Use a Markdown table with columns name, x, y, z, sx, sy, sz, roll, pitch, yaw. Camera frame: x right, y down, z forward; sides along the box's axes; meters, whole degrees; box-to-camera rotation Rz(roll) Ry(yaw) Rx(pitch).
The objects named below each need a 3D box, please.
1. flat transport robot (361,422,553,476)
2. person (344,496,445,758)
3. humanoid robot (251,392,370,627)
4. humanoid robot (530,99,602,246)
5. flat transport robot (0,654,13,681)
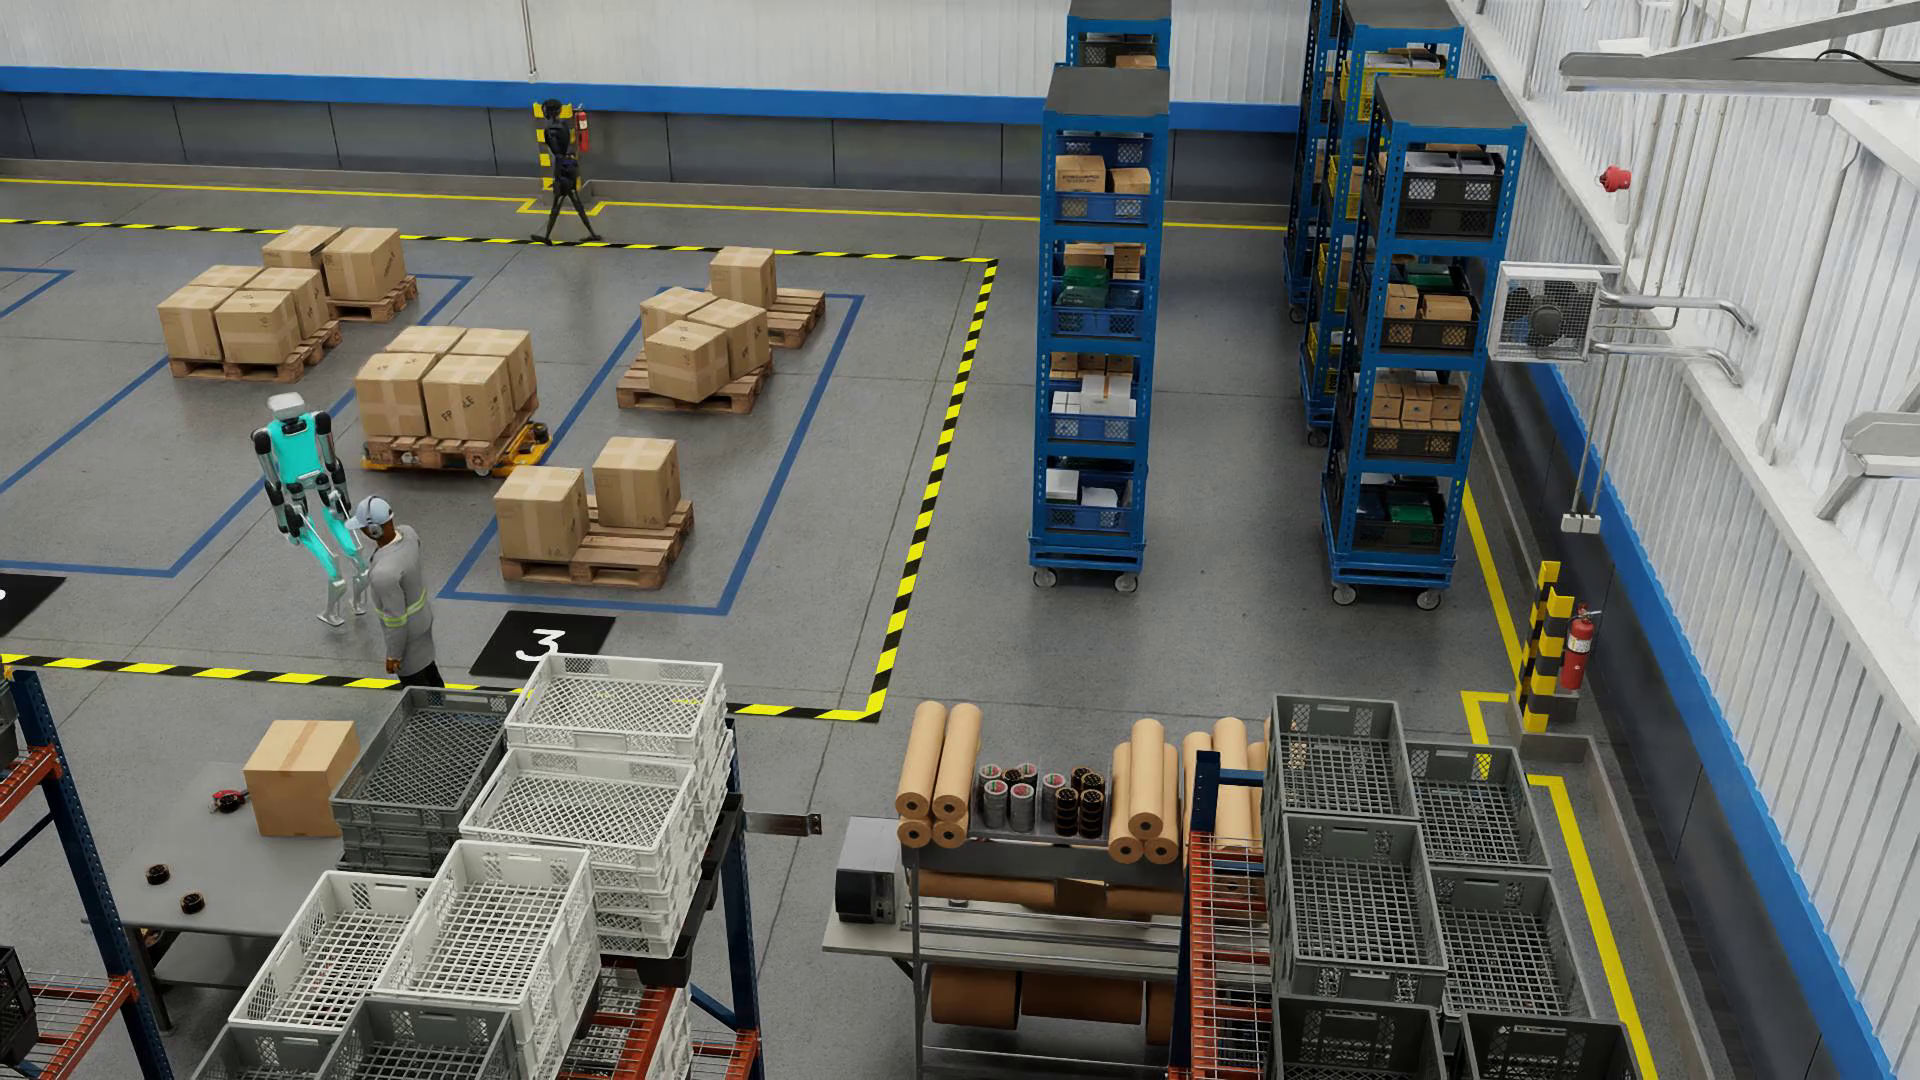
| name | x | y | z | sx | sy | sz | roll | pitch | yaw |
| --- | --- | --- | --- | --- | --- | --- | --- | --- | --- |
| flat transport robot | -4.234 | -0.803 | 14.024 | 1.431 | 0.197 | 0.652 | 3 | 30 | 6 |
| person | -3.423 | 0.546 | 10.167 | 0.395 | 1.848 | 0.587 | -2 | 30 | -3 |
| humanoid robot | -4.332 | -0.150 | 11.337 | 0.533 | 1.677 | 0.735 | -25 | 38 | -36 |
| humanoid robot | -4.397 | -4.032 | 18.232 | 0.761 | 1.624 | 0.610 | -2 | 30 | -3 |
| flat transport robot | -7.142 | 0.969 | 11.010 | 1.431 | 0.231 | 0.659 | 3 | 30 | 6 |
